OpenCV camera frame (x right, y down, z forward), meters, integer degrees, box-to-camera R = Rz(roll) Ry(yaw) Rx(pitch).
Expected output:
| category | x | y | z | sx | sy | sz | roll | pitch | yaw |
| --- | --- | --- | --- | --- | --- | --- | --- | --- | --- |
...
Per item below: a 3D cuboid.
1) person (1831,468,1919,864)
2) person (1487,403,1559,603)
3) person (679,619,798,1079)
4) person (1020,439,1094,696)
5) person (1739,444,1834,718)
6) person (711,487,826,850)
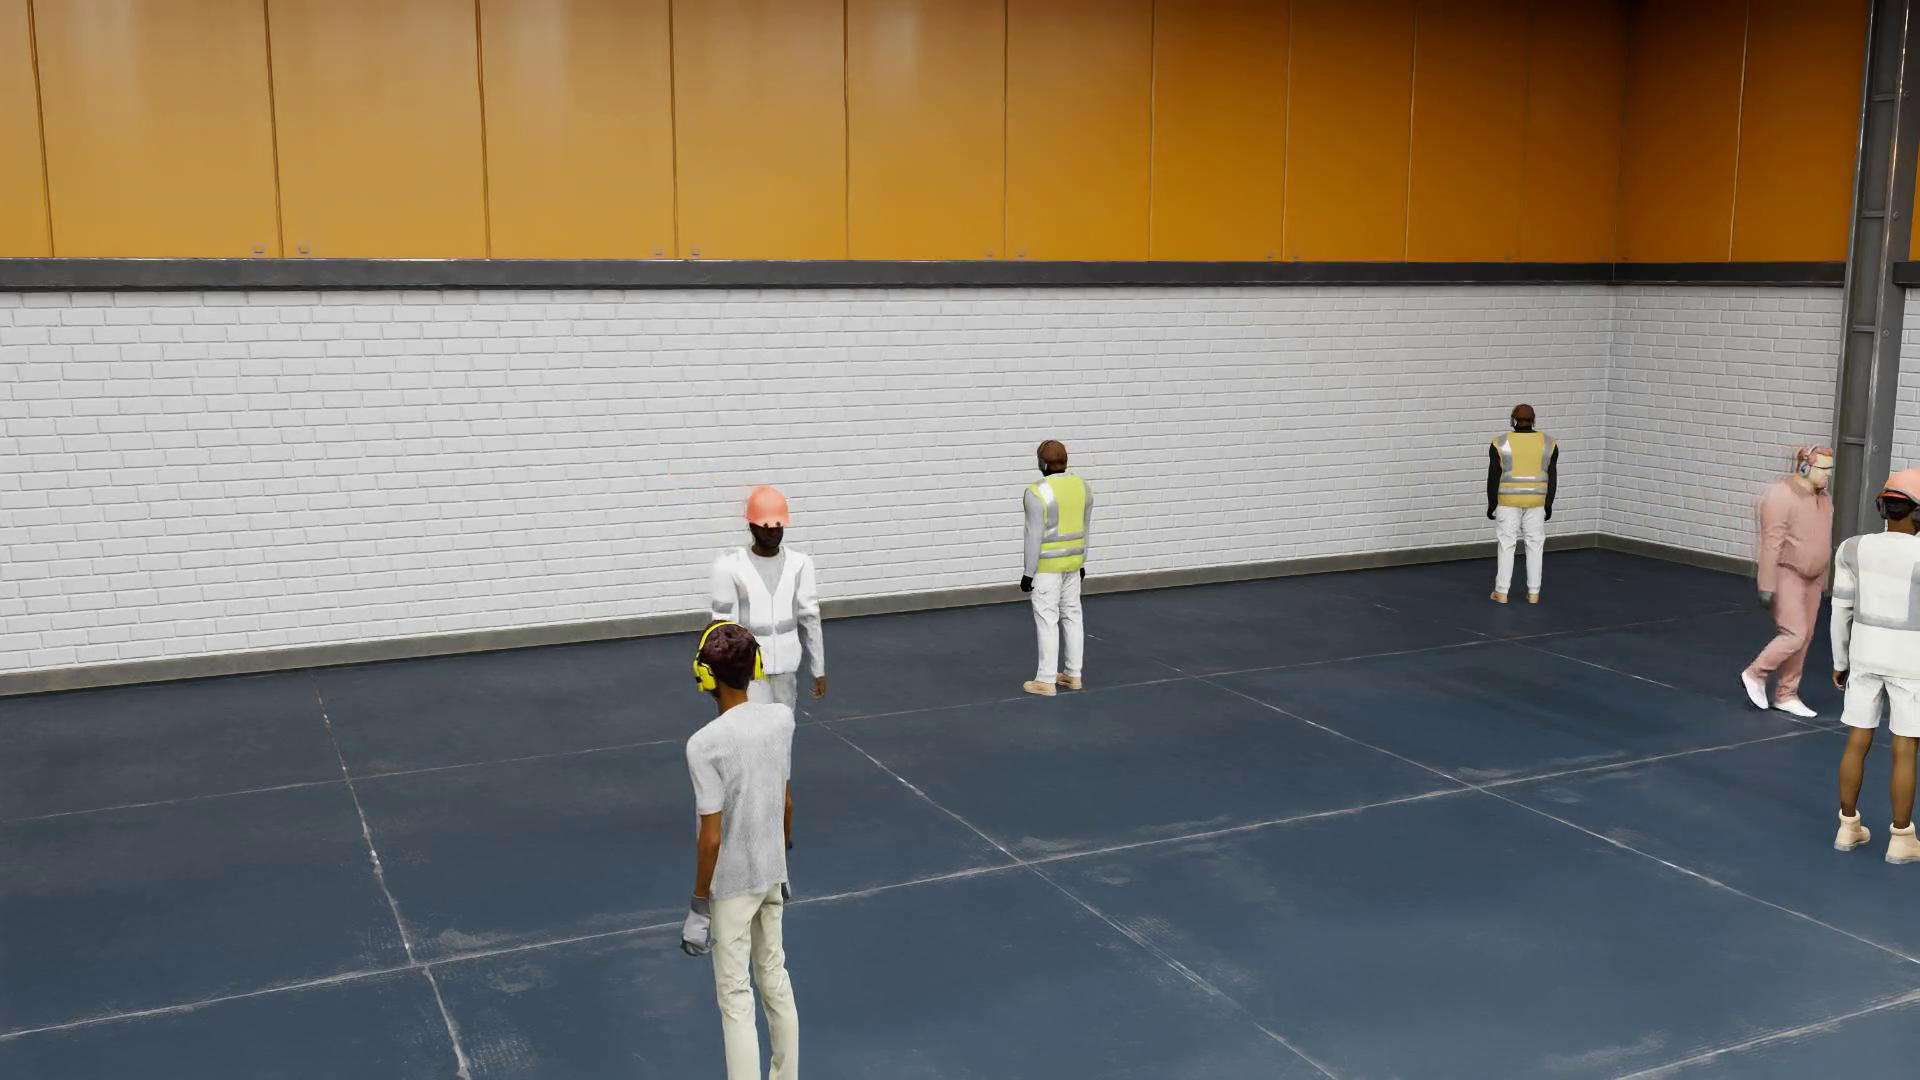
| category | x | y | z | sx | sy | sz | roll | pitch | yaw |
| --- | --- | --- | --- | --- | --- | --- | --- | --- | --- |
| person | 4.821 | 0.644 | 8.596 | 0.389 | 2.034 | 0.605 | -7 | 11 | -36 |
| person | 5.134 | -0.332 | 15.255 | 0.625 | 1.841 | 0.429 | 1 | 9 | 4 |
| person | -0.765 | 1.196 | 5.713 | 0.333 | 1.861 | 0.520 | 6 | 11 | 33 |
| person | 0.670 | 0.195 | 11.984 | 0.630 | 1.840 | 0.429 | -8 | 12 | -41 |
| person | 5.687 | 0.283 | 11.291 | 0.663 | 1.884 | 0.431 | -5 | 11 | -30 |
| person | -0.967 | 0.683 | 8.750 | 0.575 | 1.900 | 0.902 | -5 | 10 | -26 |
